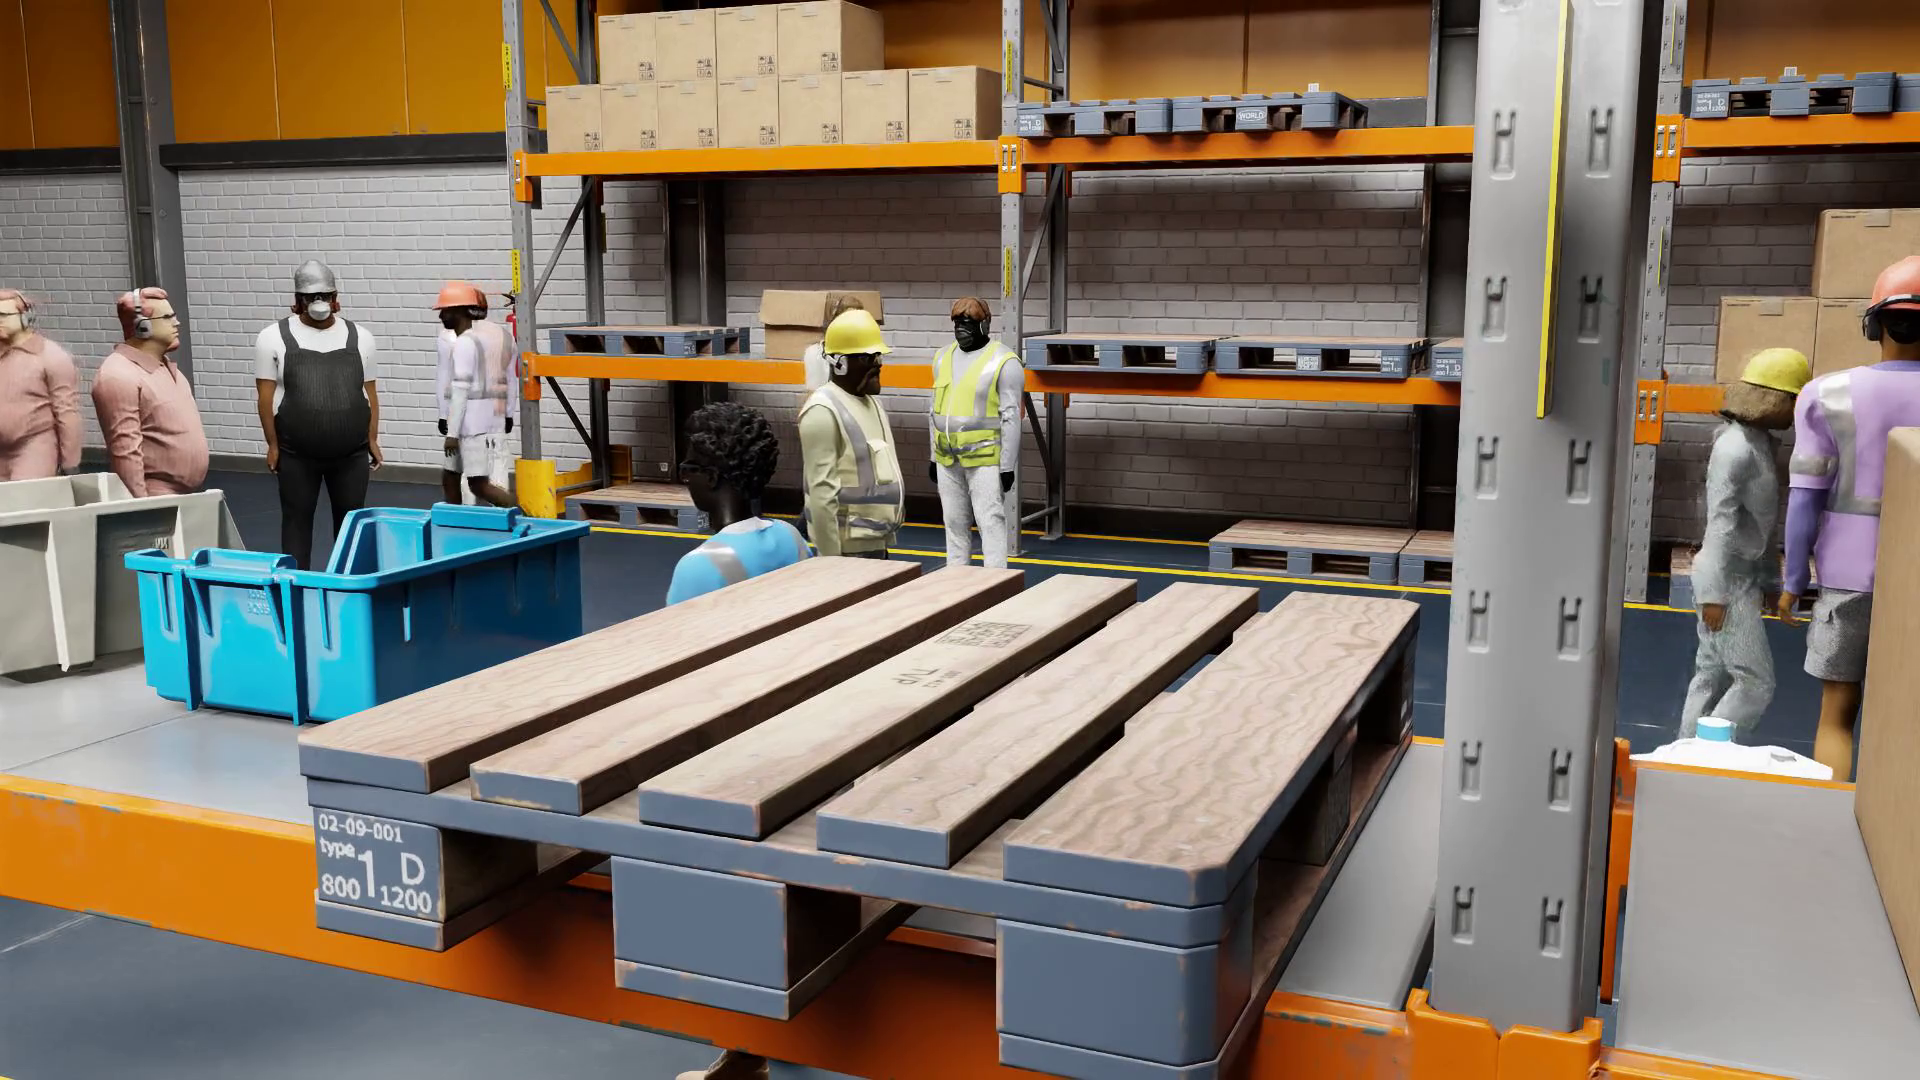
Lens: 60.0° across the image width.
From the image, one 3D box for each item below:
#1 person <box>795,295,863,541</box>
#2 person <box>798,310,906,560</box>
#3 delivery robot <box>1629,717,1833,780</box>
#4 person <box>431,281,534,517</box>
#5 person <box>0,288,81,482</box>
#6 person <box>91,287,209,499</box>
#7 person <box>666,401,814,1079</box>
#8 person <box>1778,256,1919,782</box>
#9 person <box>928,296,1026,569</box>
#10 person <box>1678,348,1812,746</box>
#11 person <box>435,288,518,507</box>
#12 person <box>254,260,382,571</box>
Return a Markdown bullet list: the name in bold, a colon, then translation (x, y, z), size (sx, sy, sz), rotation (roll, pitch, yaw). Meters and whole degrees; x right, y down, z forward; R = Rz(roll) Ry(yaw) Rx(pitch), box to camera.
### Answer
- **person**: translation (-0.779, -0.597, 10.280), size (0.550, 1.827, 0.729), rotation (-9, 13, -44)
- **person**: translation (-0.427, -0.017, 6.795), size (0.404, 1.831, 0.600), rotation (3, 10, 17)
- **delivery robot**: translation (2.408, 0.815, 5.352), size (0.707, 0.478, 0.477), rotation (-2, 10, -11)
- **person**: translation (-3.221, -0.770, 11.106), size (0.889, 1.909, 0.563), rotation (-2, 10, -12)
- **person**: translation (-5.394, -0.516, 9.644), size (0.646, 1.882, 0.768), rotation (2, 10, 11)
- **person**: translation (-3.581, -0.169, 7.470), size (0.409, 1.913, 0.649), rotation (-1, 10, -7)
- **person**: translation (-0.531, 0.515, 4.012), size (0.321, 1.697, 0.530), rotation (3, 10, 20)
- **person**: translation (2.999, 0.112, 5.397), size (0.614, 2.041, 0.393), rotation (4, 10, 23)
- **person**: translation (0.066, -0.457, 9.450), size (0.625, 1.837, 0.428), rotation (8, 12, 39)
- **person**: translation (2.802, 0.171, 5.973), size (0.430, 1.719, 0.514), rotation (6, 11, 34)
- **person**: translation (-3.595, -0.944, 12.363), size (0.620, 1.836, 0.429), rotation (-8, 13, -41)
- **person**: translation (-3.646, -0.580, 9.550), size (0.673, 2.000, 0.536), rotation (-6, 11, -32)
